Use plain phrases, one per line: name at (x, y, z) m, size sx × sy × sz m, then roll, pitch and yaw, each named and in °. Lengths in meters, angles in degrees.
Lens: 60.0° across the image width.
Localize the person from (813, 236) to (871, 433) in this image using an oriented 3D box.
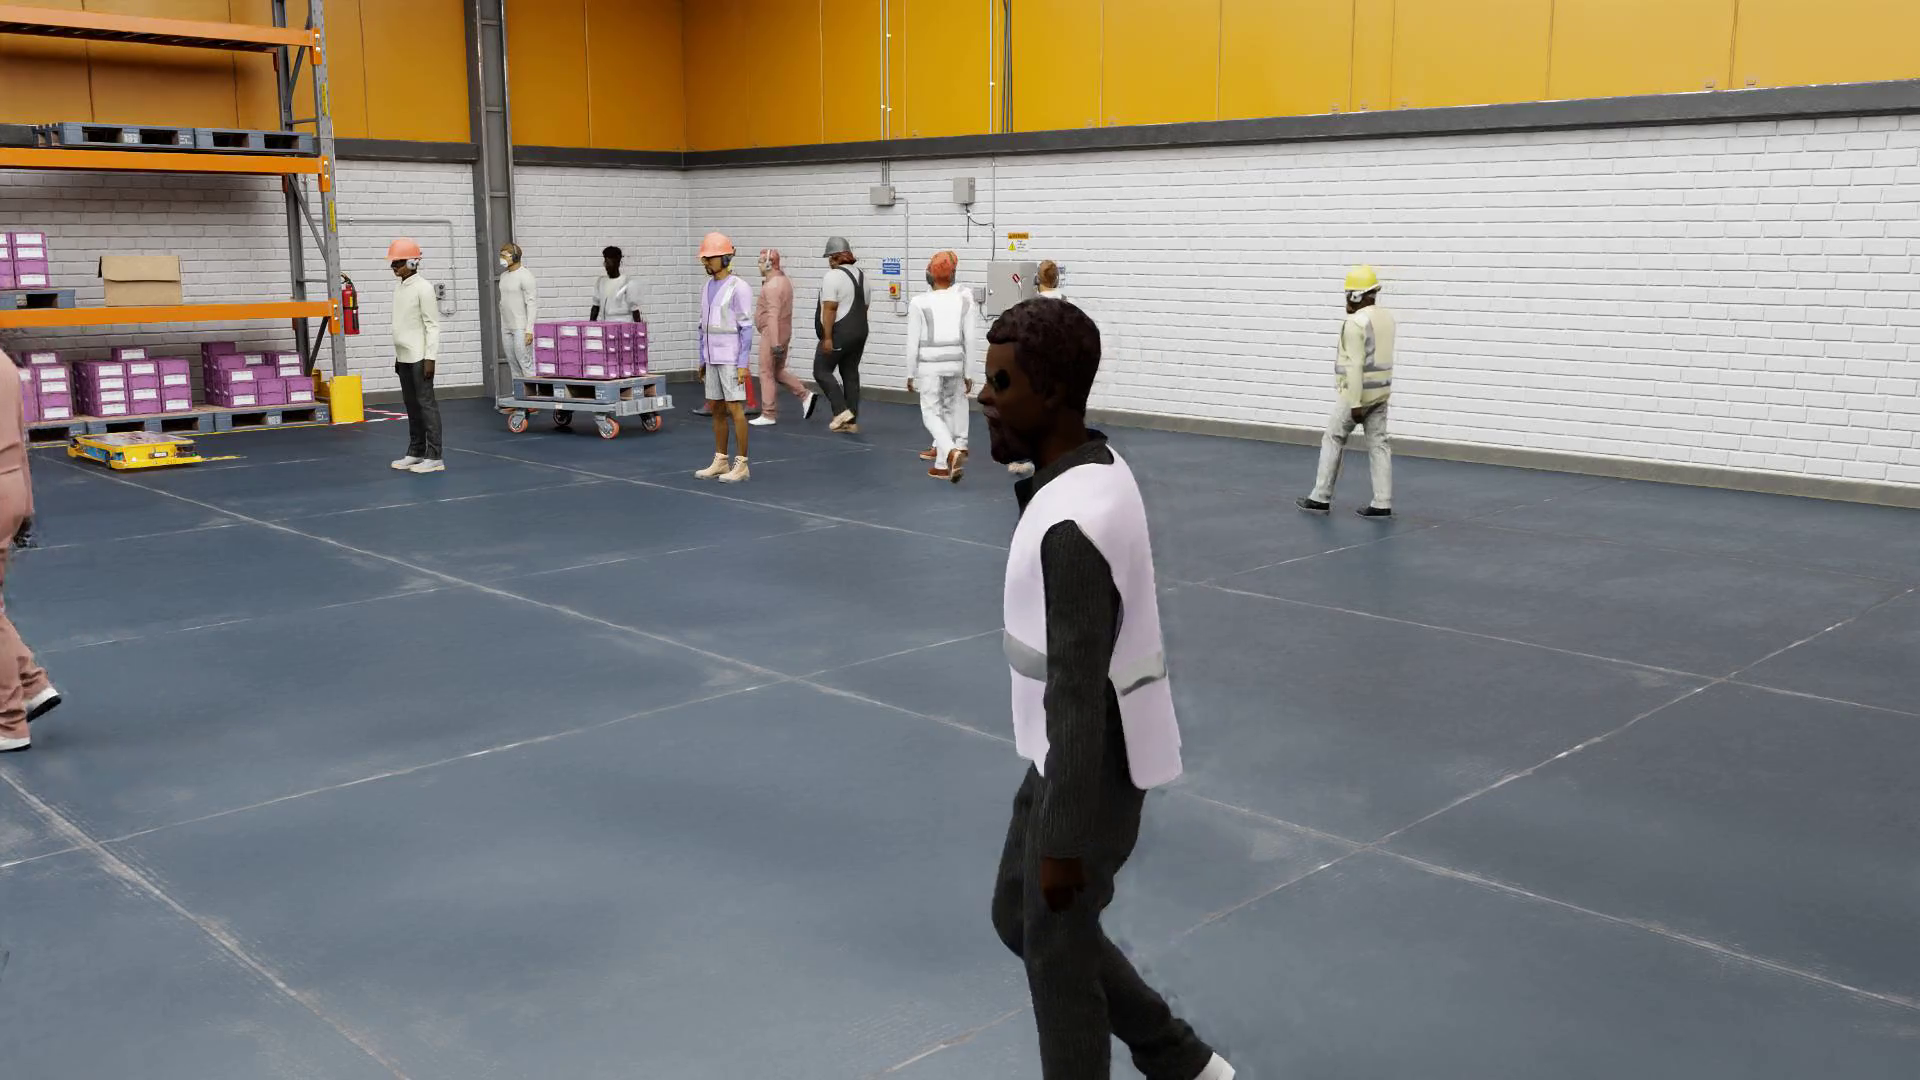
person at (-1.218, -2.108, 17.037) m, size 0.540 × 2.000 × 0.716 m, roll 7°, pitch 12°, yaw 33°

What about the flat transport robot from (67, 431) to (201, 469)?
flat transport robot at (-7.376, -0.816, 14.822) m, size 0.652 × 0.197 × 1.431 m, roll -10°, pitch 14°, yaw -44°

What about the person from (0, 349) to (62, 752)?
person at (-3.858, -0.090, 6.439) m, size 0.416 × 1.890 × 0.659 m, roll -2°, pitch 11°, yaw -9°

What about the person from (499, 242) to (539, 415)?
person at (-4.982, -2.365, 18.716) m, size 0.355 × 1.938 × 0.636 m, roll -10°, pitch 14°, yaw -44°

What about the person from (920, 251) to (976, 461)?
person at (-0.111, -1.636, 14.888) m, size 0.340 × 1.883 × 0.585 m, roll -10°, pitch 14°, yaw -44°

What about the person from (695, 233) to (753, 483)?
person at (-1.964, -1.484, 13.635) m, size 0.390 × 2.039 × 0.615 m, roll -10°, pitch 14°, yaw -44°

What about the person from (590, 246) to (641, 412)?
person at (-3.950, -2.460, 19.420) m, size 0.619 × 1.924 × 1.051 m, roll 8°, pitch 13°, yaw 36°

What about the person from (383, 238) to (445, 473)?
person at (-4.693, -1.575, 14.261) m, size 0.397 × 1.990 × 0.623 m, roll -10°, pitch 14°, yaw -44°

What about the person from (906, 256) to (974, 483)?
person at (-0.130, -1.376, 13.577) m, size 0.579 × 1.863 × 0.797 m, roll -5°, pitch 11°, yaw -25°

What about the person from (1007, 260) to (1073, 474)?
person at (0.688, -1.420, 13.916) m, size 0.519 × 1.806 × 0.733 m, roll -6°, pitch 12°, yaw -29°

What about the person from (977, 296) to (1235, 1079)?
person at (0.262, 0.466, 3.366) m, size 0.478 × 1.904 × 0.629 m, roll 1°, pitch 10°, yaw 5°

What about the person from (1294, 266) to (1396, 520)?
person at (2.795, -1.052, 11.939) m, size 0.600 × 1.801 × 0.813 m, roll -10°, pitch 14°, yaw -42°

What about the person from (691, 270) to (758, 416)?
person at (-2.664, -2.238, 18.585) m, size 0.831 × 1.719 × 0.533 m, roll -1°, pitch 10°, yaw -7°

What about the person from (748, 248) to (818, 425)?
person at (-1.919, -2.159, 17.738) m, size 0.646 × 1.885 × 0.649 m, roll 2°, pitch 11°, yaw 10°
